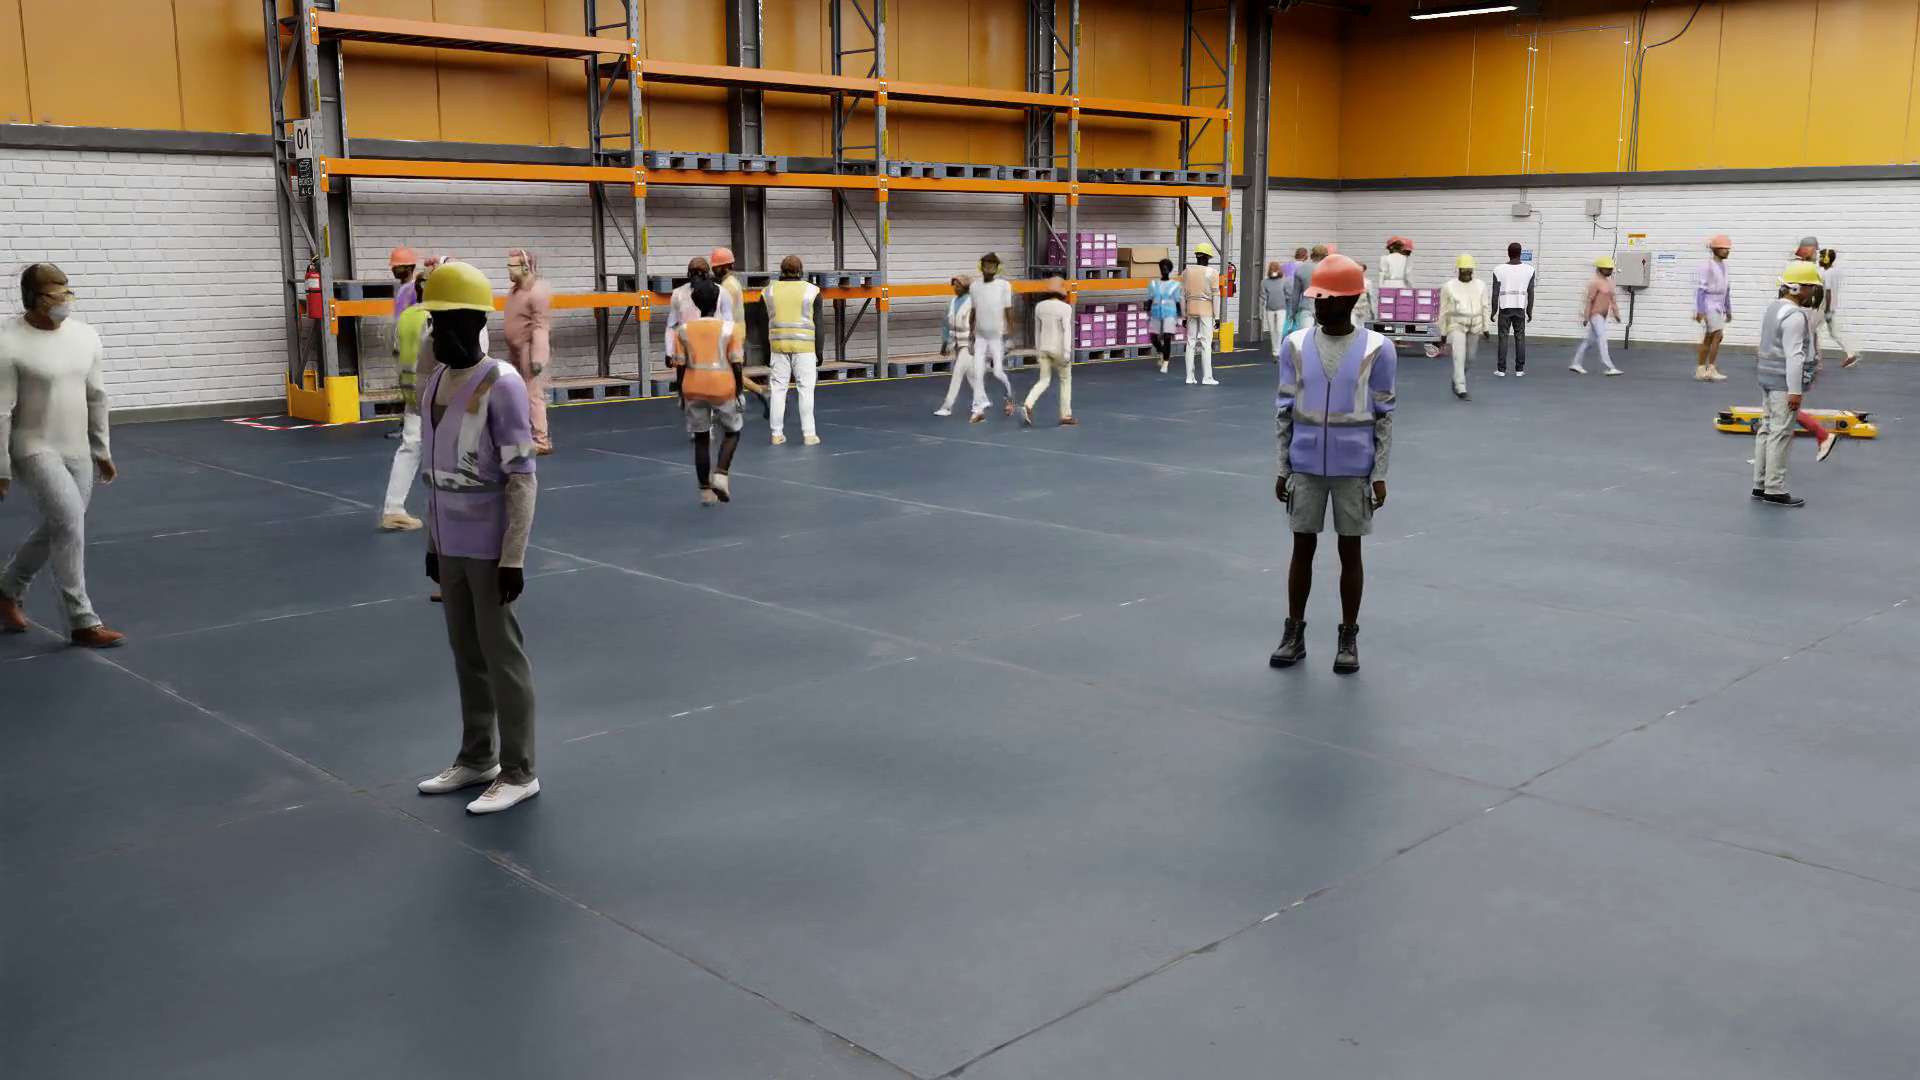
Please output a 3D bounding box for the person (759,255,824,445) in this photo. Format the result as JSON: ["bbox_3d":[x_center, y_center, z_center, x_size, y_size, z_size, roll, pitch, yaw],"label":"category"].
[{"bbox_3d":[-1.627,-1.838,16.156,0.627,1.836,0.431,1,10,7],"label":"person"}]

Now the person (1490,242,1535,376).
[{"bbox_3d":[7.953,-3.316,23.966,0.590,1.916,0.391,2,11,10],"label":"person"}]

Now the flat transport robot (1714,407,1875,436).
[{"bbox_3d":[8.532,-1.223,17.045,1.431,0.197,0.652,4,11,21],"label":"flat transport robot"}]

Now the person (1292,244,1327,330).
[{"bbox_3d":[5.045,-3.252,23.648,0.628,1.911,0.952,1,10,7],"label":"person"}]

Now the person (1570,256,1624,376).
[{"bbox_3d":[9.298,-3.257,24.195,0.535,1.723,0.911,-9,14,-40],"label":"person"}]

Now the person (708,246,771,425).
[{"bbox_3d":[-2.356,-2.155,17.654,0.741,1.913,0.547,-1,10,-4],"label":"person"}]

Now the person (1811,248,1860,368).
[{"bbox_3d":[13.301,-3.536,25.414,0.941,1.831,0.513,9,14,41],"label":"person"}]

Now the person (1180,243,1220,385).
[{"bbox_3d":[3.263,-3.052,22.524,0.585,1.917,0.380,7,13,35],"label":"person"}]

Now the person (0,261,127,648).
[{"bbox_3d":[-4.576,-0.419,8.220,0.885,1.906,0.625,3,11,16],"label":"person"}]

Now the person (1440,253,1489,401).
[{"bbox_3d":[6.231,-2.650,20.633,0.588,1.809,0.815,-2,11,-9],"label":"person"}]

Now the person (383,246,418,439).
[{"bbox_3d":[-5.445,-1.979,16.684,0.764,1.918,0.557,-8,13,-36],"label":"person"}]

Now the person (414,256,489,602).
[{"bbox_3d":[-2.822,-0.614,9.259,0.400,1.910,0.643,-1,10,-5],"label":"person"}]

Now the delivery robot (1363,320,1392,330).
[{"bbox_3d":[7.241,-3.658,29.292,0.707,0.478,0.477,3,11,16],"label":"delivery robot"}]

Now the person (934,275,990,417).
[{"bbox_3d":[0.041,-2.201,18.804,0.909,1.585,0.533,-9,14,-41],"label":"person"}]

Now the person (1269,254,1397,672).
[{"bbox_3d":[1.723,-0.345,7.716,0.547,1.934,0.376,5,11,24],"label":"person"}]

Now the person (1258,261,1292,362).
[{"bbox_3d":[4.993,-3.613,26.437,0.507,1.604,0.748,5,11,24],"label":"person"}]

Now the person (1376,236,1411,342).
[{"bbox_3d":[7.782,-4.462,29.978,0.652,1.995,0.533,-2,11,-13],"label":"person"}]

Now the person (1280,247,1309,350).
[{"bbox_3d":[5.805,-4.140,28.727,0.622,1.809,0.481,6,12,29],"label":"person"}]

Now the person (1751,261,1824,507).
[{"bbox_3d":[6.218,-1.171,12.506,0.403,1.828,0.597,2,11,10],"label":"person"}]

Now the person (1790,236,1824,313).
[{"bbox_3d":[12.699,-3.615,25.258,0.728,2.000,0.686,6,12,28],"label":"person"}]

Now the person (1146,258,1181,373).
[{"bbox_3d":[3.027,-3.321,24.585,0.535,1.685,0.463,4,11,22],"label":"person"}]

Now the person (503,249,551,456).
[{"bbox_3d":[-3.988,-1.701,15.221,0.427,1.891,0.675,-8,13,-36],"label":"person"}]

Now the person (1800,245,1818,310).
[{"bbox_3d":[12.383,-3.393,24.498,0.461,1.873,0.596,4,11,20],"label":"person"}]

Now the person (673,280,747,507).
[{"bbox_3d":[-1.857,-1.085,12.404,0.556,1.683,0.365,2,11,8],"label":"person"}]

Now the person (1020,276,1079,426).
[{"bbox_3d":[0.947,-1.989,17.576,0.506,1.602,0.726,9,14,41],"label":"person"}]

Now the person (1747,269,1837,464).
[{"bbox_3d":[7.317,-1.504,14.531,0.583,1.748,0.532,3,11,14],"label":"person"}]

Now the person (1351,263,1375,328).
[{"bbox_3d":[6.327,-3.615,26.497,0.518,1.584,0.887,-3,11,-14],"label":"person"}]

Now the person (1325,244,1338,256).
[{"bbox_3d":[5.561,-3.552,25.349,0.552,1.899,0.941,4,11,23],"label":"person"}]

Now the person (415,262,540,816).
[{"bbox_3d":[-1.720,-0.004,5.864,0.594,1.928,0.361,10,14,43],"label":"person"}]

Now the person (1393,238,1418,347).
[{"bbox_3d":[8.090,-4.480,30.202,0.544,1.954,0.646,-1,10,-4],"label":"person"}]

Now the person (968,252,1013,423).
[{"bbox_3d":[0.341,-2.195,18.048,0.548,1.847,0.613,4,11,22],"label":"person"}]

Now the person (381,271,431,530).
[{"bbox_3d":[-3.636,-0.968,11.508,0.643,1.795,0.953,9,13,39],"label":"person"}]

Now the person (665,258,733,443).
[{"bbox_3d":[-2.553,-1.806,16.051,0.663,1.793,0.924,2,11,12],"label":"person"}]

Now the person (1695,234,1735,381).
[{"bbox_3d":[10.520,-3.192,22.979,0.636,2.024,0.686,-8,13,-38],"label":"person"}]
